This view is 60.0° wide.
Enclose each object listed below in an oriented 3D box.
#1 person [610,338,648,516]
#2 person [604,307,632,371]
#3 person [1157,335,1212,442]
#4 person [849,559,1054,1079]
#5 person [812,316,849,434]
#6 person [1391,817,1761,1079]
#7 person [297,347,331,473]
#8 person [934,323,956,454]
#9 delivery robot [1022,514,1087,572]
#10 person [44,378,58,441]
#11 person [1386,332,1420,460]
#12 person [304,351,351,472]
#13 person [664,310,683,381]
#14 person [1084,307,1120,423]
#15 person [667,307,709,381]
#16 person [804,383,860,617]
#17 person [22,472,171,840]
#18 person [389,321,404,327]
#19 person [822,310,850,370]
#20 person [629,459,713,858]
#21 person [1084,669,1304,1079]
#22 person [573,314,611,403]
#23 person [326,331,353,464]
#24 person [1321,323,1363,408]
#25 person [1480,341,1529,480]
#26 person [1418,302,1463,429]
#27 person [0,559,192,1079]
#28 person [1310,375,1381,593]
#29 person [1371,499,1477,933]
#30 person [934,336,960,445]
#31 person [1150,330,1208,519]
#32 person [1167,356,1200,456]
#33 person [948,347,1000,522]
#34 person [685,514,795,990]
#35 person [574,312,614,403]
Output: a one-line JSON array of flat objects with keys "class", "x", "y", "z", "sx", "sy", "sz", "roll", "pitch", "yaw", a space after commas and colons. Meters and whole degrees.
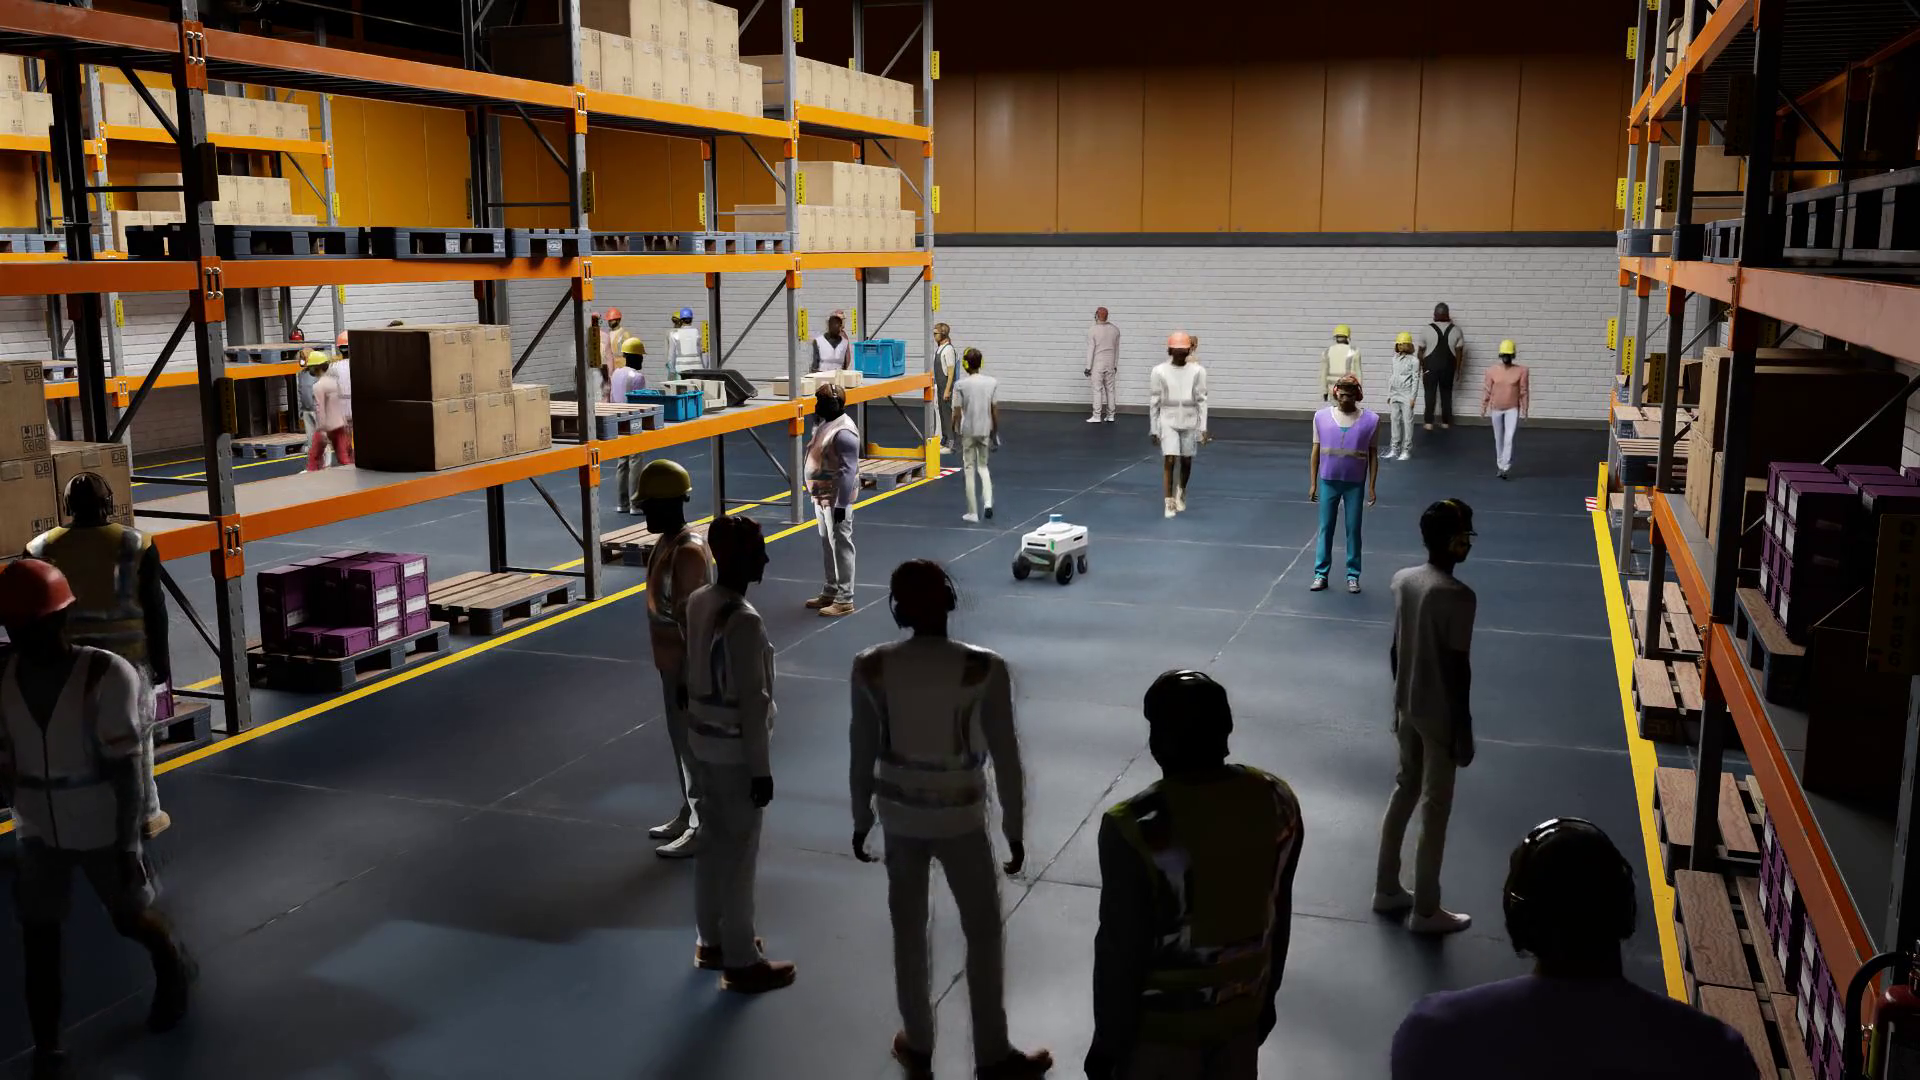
[{"class": "person", "x": -3.551, "y": -1.232, "z": 18.080, "sx": 0.384, "sy": 1.924, "sz": 0.594, "roll": -9, "pitch": 14, "yaw": -42}, {"class": "person", "x": -5.499, "y": -2.751, "z": 26.612, "sx": 0.551, "sy": 1.932, "sz": 0.378, "roll": 7, "pitch": 12, "yaw": 33}, {"class": "person", "x": 3.298, "y": -2.247, "z": 24.717, "sx": 0.857, "sy": 1.596, "sz": 0.517, "roll": -1, "pitch": 10, "yaw": -4}, {"class": "person", "x": -0.053, "y": 0.990, "z": 5.828, "sx": 0.717, "sy": 1.848, "sz": 0.435, "roll": 2, "pitch": 10, "yaw": 13}, {"class": "person", "x": -2.004, "y": -2.468, "z": 25.288, "sx": 0.599, "sy": 1.851, "sz": 0.952, "roll": -5, "pitch": 11, "yaw": -25}, {"class": "person", "x": 1.094, "y": 1.442, "z": 3.042, "sx": 0.643, "sy": 1.914, "sz": 0.463, "roll": 1, "pitch": 10, "yaw": 7}, {"class": "person", "x": -8.225, "y": -1.632, "z": 21.156, "sx": 0.505, "sy": 1.632, "sz": 0.269, "roll": 6, "pitch": 11, "yaw": 29}, {"class": "person", "x": -0.225, "y": -2.126, "z": 23.349, "sx": 0.327, "sy": 1.842, "sz": 0.514, "roll": -2, "pitch": 10, "yaw": -13}, {"class": "delivery robot", "x": 0.838, "y": 0.018, "z": 14.637, "sx": 0.477, "sy": 0.478, "sz": 0.707, "roll": 6, "pitch": 12, "yaw": 30}, {"class": "person", "x": -8.747, "y": -0.743, "z": 15.683, "sx": 0.606, "sy": 1.835, "sz": 0.601, "roll": -3, "pitch": 11, "yaw": -17}, {"class": "person", "x": 6.060, "y": -1.954, "z": 22.732, "sx": 0.414, "sy": 1.754, "sz": 0.489, "roll": -7, "pitch": 12, "yaw": -35}, {"class": "person", "x": -7.222, "y": -1.253, "z": 18.747, "sx": 0.849, "sy": 1.725, "sz": 0.520, "roll": 2, "pitch": 10, "yaw": 9}, {"class": "person", "x": -4.988, "y": -3.186, "z": 29.539, "sx": 0.533, "sy": 1.767, "sz": 0.327, "roll": 3, "pitch": 10, "yaw": 16}, {"class": "person", "x": 2.324, "y": -2.881, "z": 27.418, "sx": 0.636, "sy": 1.911, "sz": 0.404, "roll": -6, "pitch": 12, "yaw": -30}, {"class": "person", "x": -4.289, "y": -2.671, "z": 26.133, "sx": 0.689, "sy": 1.947, "sz": 0.430, "roll": -2, "pitch": 10, "yaw": -11}, {"class": "person", "x": -1.019, "y": -0.323, "z": 13.199, "sx": 0.429, "sy": 1.844, "sz": 0.627, "roll": -4, "pitch": 11, "yaw": -22}, {"class": "person", "x": -4.202, "y": 0.580, "z": 8.148, "sx": 0.626, "sy": 1.836, "sz": 0.428, "roll": -2, "pitch": 10, "yaw": -12}, {"class": "person", "x": -7.959, "y": -2.159, "z": 23.529, "sx": 0.569, "sy": 1.850, "sz": 0.346, "roll": -2, "pitch": 10, "yaw": -12}, {"class": "person", "x": -1.915, "y": -2.649, "z": 26.112, "sx": 0.401, "sy": 1.910, "sz": 0.642, "roll": 4, "pitch": 11, "yaw": 22}, {"class": "person", "x": -1.366, "y": 0.564, "z": 8.003, "sx": 0.396, "sy": 1.919, "sz": 0.582, "roll": -4, "pitch": 11, "yaw": -22}, {"class": "person", "x": 0.590, "y": 1.241, "z": 4.395, "sx": 0.635, "sy": 1.840, "sz": 0.429, "roll": -6, "pitch": 12, "yaw": -31}, {"class": "person", "x": -5.324, "y": -2.253, "z": 23.785, "sx": 0.623, "sy": 1.944, "sz": 0.755, "roll": 9, "pitch": 13, "yaw": 41}, {"class": "person", "x": -7.038, "y": -1.443, "z": 19.245, "sx": 0.547, "sy": 1.934, "sz": 0.376, "roll": -5, "pitch": 11, "yaw": -25}, {"class": "person", "x": 5.417, "y": -2.147, "z": 23.526, "sx": 0.636, "sy": 1.820, "sz": 0.459, "roll": 8, "pitch": 13, "yaw": 37}, {"class": "person", "x": 6.768, "y": -1.607, "z": 20.729, "sx": 0.553, "sy": 1.721, "sz": 0.868, "roll": 6, "pitch": 11, "yaw": 29}, {"class": "person", "x": 7.620, "y": -2.785, "z": 26.504, "sx": 0.689, "sy": 2.000, "sz": 0.536, "roll": 1, "pitch": 10, "yaw": 3}, {"class": "person", "x": -3.065, "y": 0.963, "z": 5.820, "sx": 0.546, "sy": 1.902, "sz": 0.944, "roll": 0, "pitch": 10, "yaw": -3}, {"class": "person", "x": 3.240, "y": -0.472, "z": 14.049, "sx": 0.563, "sy": 1.838, "sz": 0.390, "roll": 3, "pitch": 11, "yaw": 18}, {"class": "person", "x": 2.020, "y": 0.748, "z": 7.133, "sx": 0.334, "sy": 1.861, "sz": 0.494, "roll": -4, "pitch": 11, "yaw": -24}, {"class": "person", "x": -0.224, "y": -2.193, "z": 24.288, "sx": 0.513, "sy": 1.645, "sz": 0.307, "roll": -6, "pitch": 12, "yaw": -29}, {"class": "person", "x": 2.370, "y": -1.263, "z": 18.055, "sx": 0.624, "sy": 2.055, "sz": 0.675, "roll": 0, "pitch": 10, "yaw": -1}, {"class": "person", "x": 3.113, "y": -2.002, "z": 23.278, "sx": 0.526, "sy": 1.614, "sz": 0.689, "roll": 4, "pitch": 11, "yaw": 24}, {"class": "person", "x": 0.147, "y": -1.097, "z": 17.509, "sx": 0.565, "sy": 1.857, "sz": 0.385, "roll": -4, "pitch": 11, "yaw": -21}, {"class": "person", "x": -0.897, "y": 0.829, "z": 6.589, "sx": 0.337, "sy": 1.882, "sz": 0.584, "roll": -6, "pitch": 12, "yaw": -30}, {"class": "person", "x": -5.561, "y": -2.535, "z": 25.486, "sx": 0.640, "sy": 1.905, "sz": 0.410, "roll": 4, "pitch": 11, "yaw": 20}]
